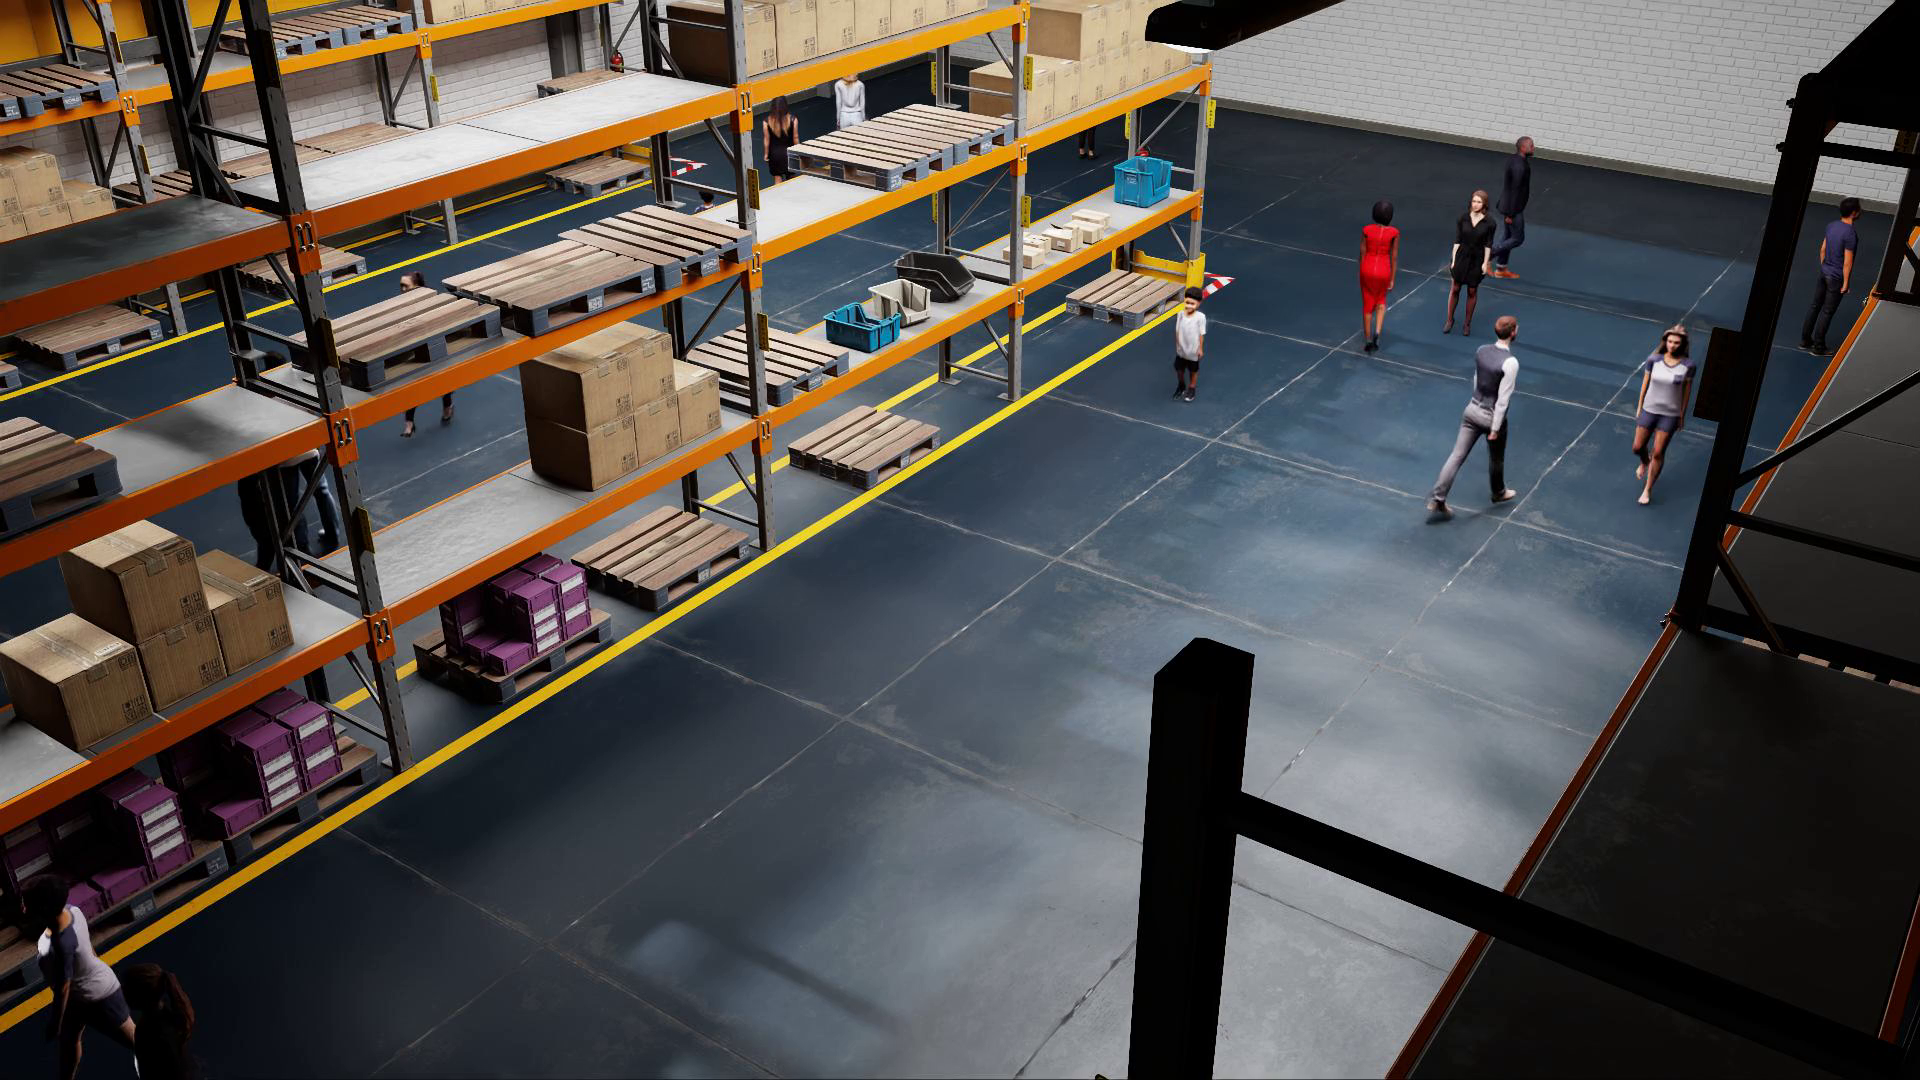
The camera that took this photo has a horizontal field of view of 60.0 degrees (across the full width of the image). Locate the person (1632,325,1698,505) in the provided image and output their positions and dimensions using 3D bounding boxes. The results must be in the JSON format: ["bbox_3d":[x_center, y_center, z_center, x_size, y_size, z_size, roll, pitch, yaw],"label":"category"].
[{"bbox_3d":[6.505,-1.191,15.382,0.600,1.719,0.763,17,33,28],"label":"person"}]

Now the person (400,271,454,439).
[{"bbox_3d":[-5.335,-1.894,16.721,0.794,1.669,1.096,10,30,17],"label":"person"}]

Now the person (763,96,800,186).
[{"bbox_3d":[-2.435,-5.257,22.844,0.751,1.710,0.818,-6,29,-11],"label":"person"}]

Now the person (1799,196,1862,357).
[{"bbox_3d":[9.718,-2.949,18.522,0.761,1.797,0.704,-5,29,-9],"label":"person"}]

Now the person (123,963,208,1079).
[{"bbox_3d":[-3.848,2.727,8.397,1.115,1.529,0.884,-14,32,-24],"label":"person"}]

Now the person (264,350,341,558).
[{"bbox_3d":[-5.758,-0.742,14.416,0.749,1.855,0.518,23,36,36],"label":"person"}]

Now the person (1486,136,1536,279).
[{"bbox_3d":[6.776,-4.118,20.654,0.896,1.807,0.848,7,29,13],"label":"person"}]

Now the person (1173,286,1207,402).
[{"bbox_3d":[2.446,-2.081,17.505,0.522,1.247,0.528,12,31,21],"label":"person"}]

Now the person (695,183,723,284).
[{"bbox_3d":[-3.119,-3.830,20.710,0.569,1.248,0.619,-2,29,-4],"label":"person"}]

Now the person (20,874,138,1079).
[{"bbox_3d":[-4.614,2.424,8.964,1.093,1.517,0.841,-16,32,-27],"label":"person"}]

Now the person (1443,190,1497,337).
[{"bbox_3d":[5.833,-3.176,19.034,0.616,1.706,0.548,13,31,23],"label":"person"}]

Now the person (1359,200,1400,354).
[{"bbox_3d":[4.607,-2.889,18.484,0.678,1.729,0.739,6,29,12],"label":"person"}]

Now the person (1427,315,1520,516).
[{"bbox_3d":[4.657,-1.081,14.998,1.369,1.893,1.060,-14,32,-24],"label":"person"}]
